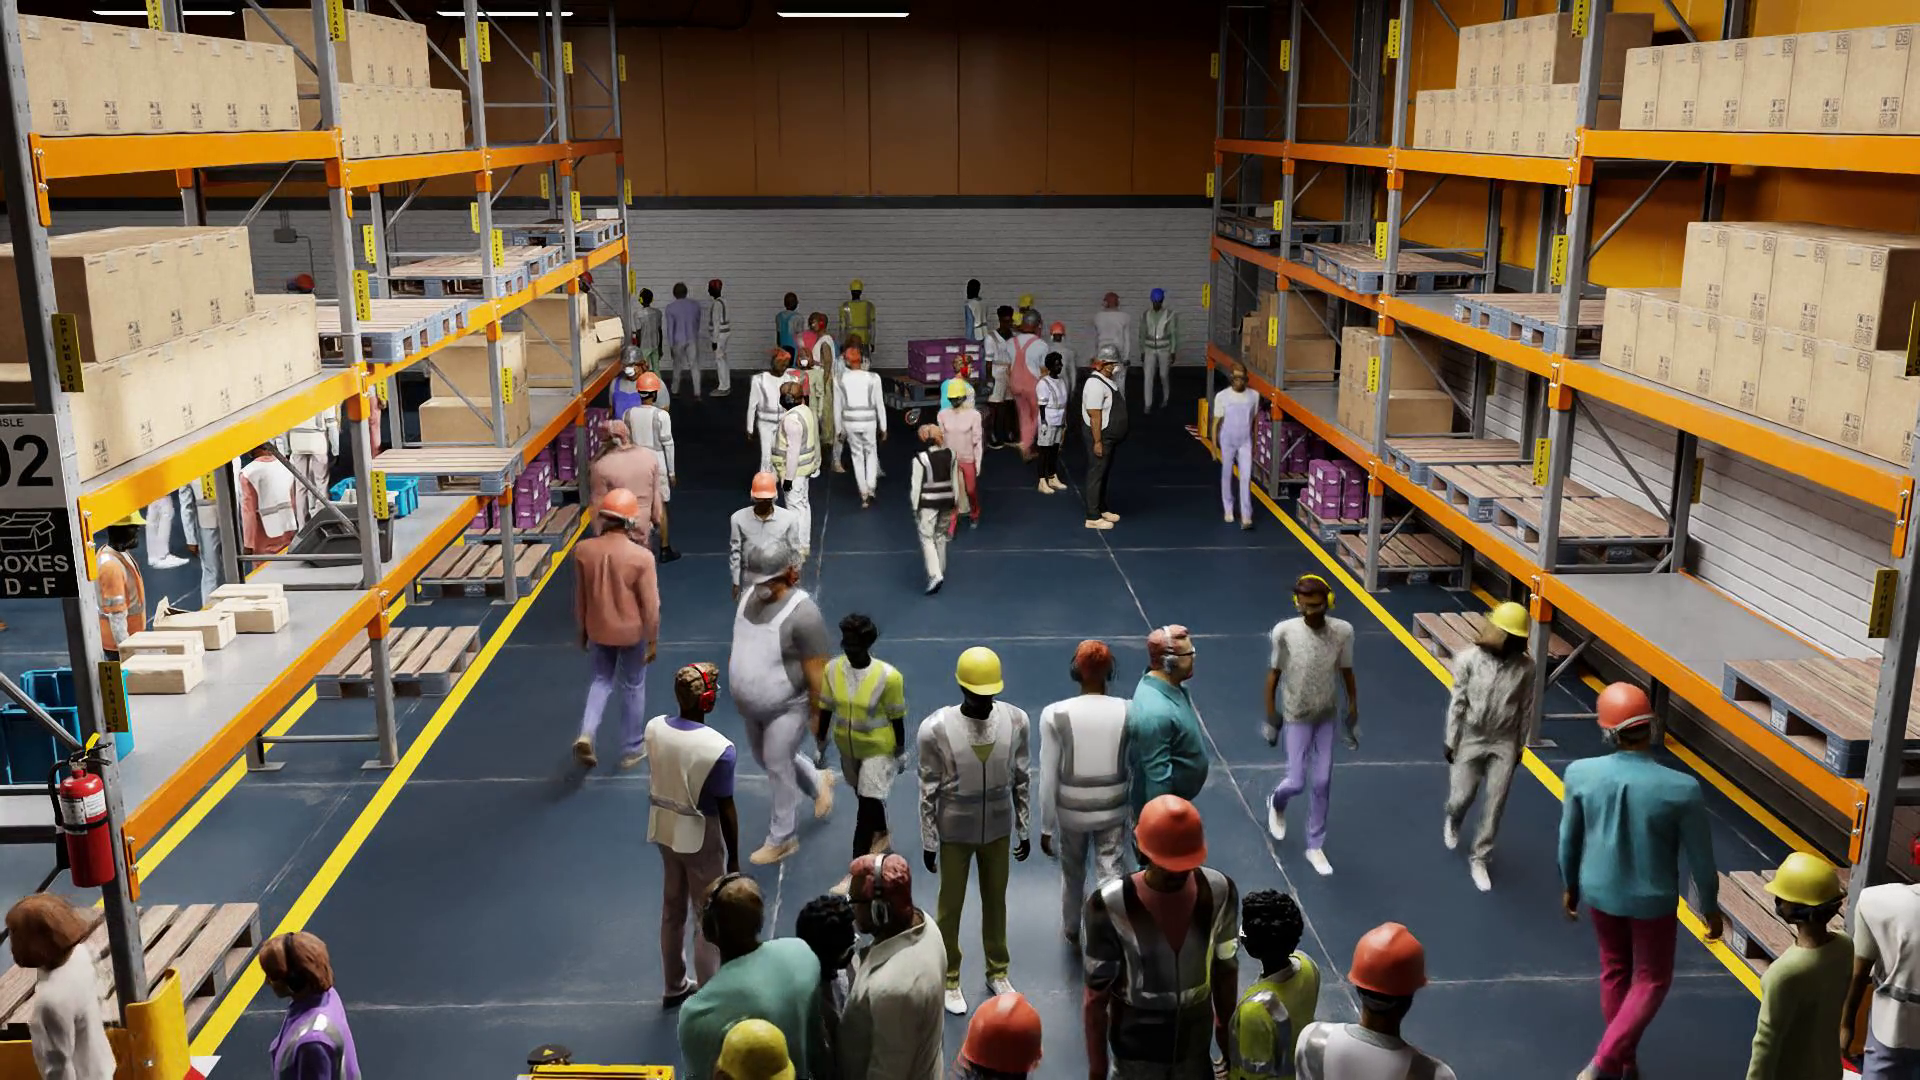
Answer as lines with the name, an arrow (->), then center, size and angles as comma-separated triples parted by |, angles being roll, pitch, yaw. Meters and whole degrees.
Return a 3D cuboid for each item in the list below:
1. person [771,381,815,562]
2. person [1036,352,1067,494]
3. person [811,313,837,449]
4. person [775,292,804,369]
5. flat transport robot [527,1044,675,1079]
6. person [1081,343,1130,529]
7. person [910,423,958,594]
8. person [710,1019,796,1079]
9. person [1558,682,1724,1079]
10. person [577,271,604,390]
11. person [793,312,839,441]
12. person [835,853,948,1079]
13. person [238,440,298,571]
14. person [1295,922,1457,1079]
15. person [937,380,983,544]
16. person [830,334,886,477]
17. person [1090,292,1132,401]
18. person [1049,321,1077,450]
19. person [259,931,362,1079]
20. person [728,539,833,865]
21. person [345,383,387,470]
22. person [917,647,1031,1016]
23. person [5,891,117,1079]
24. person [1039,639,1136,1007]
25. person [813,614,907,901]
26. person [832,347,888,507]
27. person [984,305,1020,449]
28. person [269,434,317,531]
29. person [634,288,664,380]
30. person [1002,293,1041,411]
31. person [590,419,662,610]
person -> -1.691, -0.695, 16.843 | 0.429, 1.842, 0.636 | 2, 14, 7
person -> 1.109, -1.410, 19.940 | 0.319, 1.696, 0.532 | 10, 17, 33
person -> -1.854, -2.166, 22.610 | 0.390, 1.846, 0.565 | -3, 15, -13
person -> -2.568, -2.836, 25.272 | 0.502, 1.838, 0.339 | 8, 16, 29
flat transport robot -> -1.669, 2.600, 7.040 | 0.652, 0.197, 1.431 | 0, 14, 1
person -> 1.600, -1.154, 18.251 | 0.535, 2.000, 0.679 | 4, 15, 14
person -> -0.195, -0.314, 15.824 | 0.563, 1.613, 0.711 | -8, 17, -30
person -> -0.640, 2.307, 5.278 | 0.486, 1.737, 0.320 | -14, 20, -43
person -> 3.048, 1.621, 7.524 | 0.705, 1.966, 0.620 | 12, 18, 39
person -> -6.116, -3.398, 27.173 | 0.407, 1.986, 0.612 | 9, 17, 30
person -> -1.967, -2.203, 22.797 | 0.639, 1.833, 0.432 | -1, 14, -2
person -> -0.252, 2.029, 6.053 | 0.399, 1.897, 0.652 | 1, 14, 6
person -> -5.860, -0.048, 14.184 | 0.390, 1.905, 0.598 | 4, 15, 16
person -> 1.346, 2.166, 5.442 | 0.544, 1.930, 0.389 | 11, 18, 36
person -> 0.021, -0.881, 17.829 | 0.531, 1.731, 0.847 | 4, 15, 15
person -> -1.347, -1.687, 20.860 | 0.548, 1.804, 0.826 | -12, 18, -38
person -> 2.262, -2.806, 25.104 | 0.635, 1.868, 0.915 | 5, 15, 20
person -> 1.292, -2.085, 22.502 | 0.590, 1.735, 0.382 | -2, 14, -7
person -> -2.303, 2.169, 6.024 | 0.312, 1.632, 0.527 | -5, 15, -21
person -> -1.052, 0.904, 10.170 | 0.712, 2.000, 0.801 | 13, 19, 41
person -> -7.572, -1.869, 21.175 | 0.620, 1.986, 0.409 | 3, 15, 13
person -> 0.083, 1.441, 8.307 | 0.586, 1.920, 0.397 | -5, 15, -17
person -> -3.301, 2.088, 6.375 | 0.629, 1.612, 0.522 | -4, 15, -17
person -> 0.697, 1.415, 8.604 | 0.589, 1.825, 1.025 | -1, 14, -4
person -> -0.586, 1.219, 9.719 | 0.537, 1.643, 0.875 | 8, 16, 29
person -> -1.145, -1.304, 19.204 | 0.641, 1.854, 0.411 | 0, 14, 0
person -> 0.591, -2.215, 22.594 | 0.599, 1.958, 0.376 | -12, 18, -38
person -> -7.221, -1.024, 18.068 | 0.576, 1.880, 0.351 | -6, 15, -21
person -> -4.792, -2.933, 25.573 | 0.512, 1.872, 0.328 | -14, 20, -43
person -> 0.938, -2.871, 25.452 | 0.588, 1.808, 0.450 | 8, 16, 28
person -> -2.954, -0.159, 14.659 | 0.668, 1.885, 0.447 | -12, 19, -39
